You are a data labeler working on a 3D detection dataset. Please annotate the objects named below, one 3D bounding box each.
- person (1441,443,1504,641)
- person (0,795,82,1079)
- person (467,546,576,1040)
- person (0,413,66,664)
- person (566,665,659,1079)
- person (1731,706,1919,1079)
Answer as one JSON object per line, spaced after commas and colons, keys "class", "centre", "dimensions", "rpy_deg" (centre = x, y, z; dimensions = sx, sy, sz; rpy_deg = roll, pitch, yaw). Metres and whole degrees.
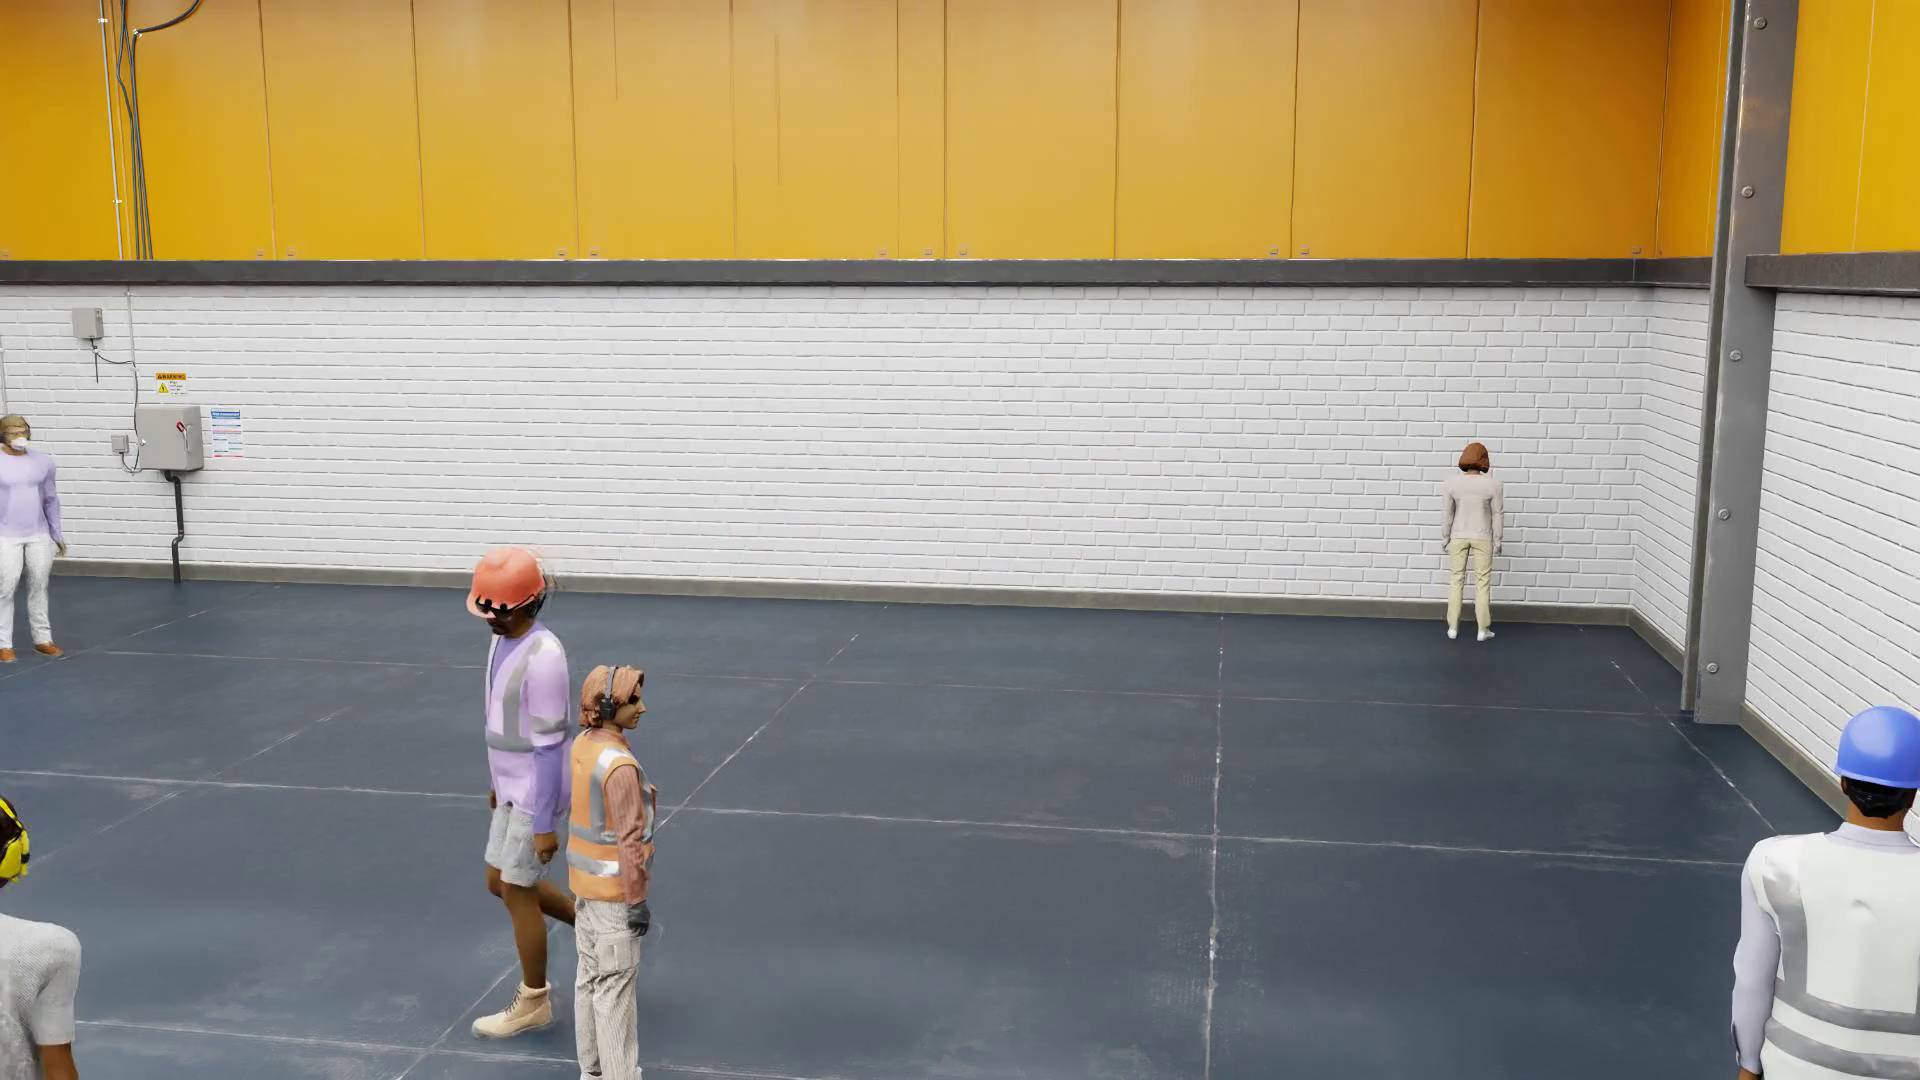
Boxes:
{"class": "person", "centre": [4.207, 0.012, 13.675], "dimensions": [0.498, 1.633, 0.278], "rpy_deg": [5, 10, 26]}
{"class": "person", "centre": [-2.318, 1.505, 3.908], "dimensions": [0.514, 1.827, 0.922], "rpy_deg": [-2, 9, -11]}
{"class": "person", "centre": [-1.640, 0.982, 6.573], "dimensions": [0.593, 1.999, 0.639], "rpy_deg": [-5, 10, -27]}
{"class": "person", "centre": [-7.312, -0.020, 12.932], "dimensions": [0.353, 1.937, 0.637], "rpy_deg": [6, 11, 34]}
{"class": "person", "centre": [-1.253, 1.256, 5.996], "dimensions": [0.314, 1.636, 0.515], "rpy_deg": [-5, 11, -29]}
{"class": "person", "centre": [2.297, 1.381, 4.263], "dimensions": [0.605, 1.948, 0.385], "rpy_deg": [6, 11, 31]}
